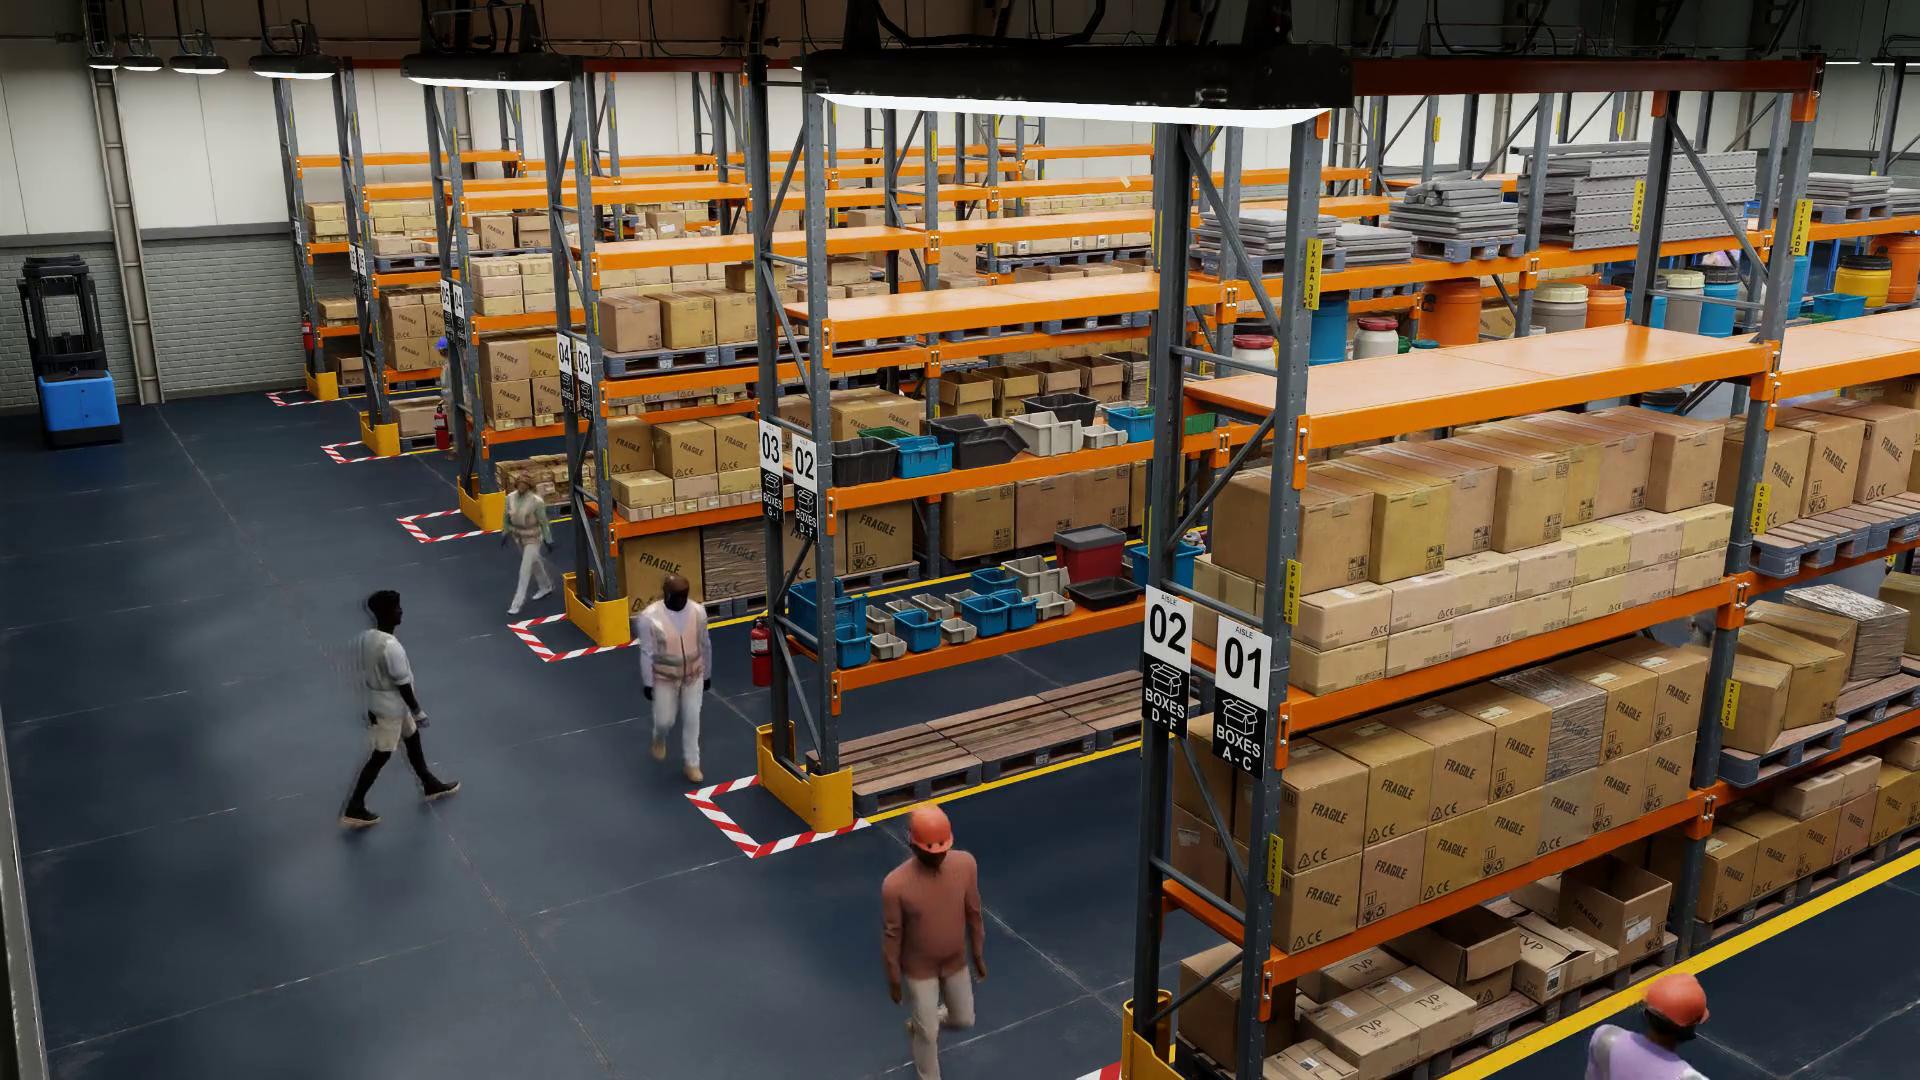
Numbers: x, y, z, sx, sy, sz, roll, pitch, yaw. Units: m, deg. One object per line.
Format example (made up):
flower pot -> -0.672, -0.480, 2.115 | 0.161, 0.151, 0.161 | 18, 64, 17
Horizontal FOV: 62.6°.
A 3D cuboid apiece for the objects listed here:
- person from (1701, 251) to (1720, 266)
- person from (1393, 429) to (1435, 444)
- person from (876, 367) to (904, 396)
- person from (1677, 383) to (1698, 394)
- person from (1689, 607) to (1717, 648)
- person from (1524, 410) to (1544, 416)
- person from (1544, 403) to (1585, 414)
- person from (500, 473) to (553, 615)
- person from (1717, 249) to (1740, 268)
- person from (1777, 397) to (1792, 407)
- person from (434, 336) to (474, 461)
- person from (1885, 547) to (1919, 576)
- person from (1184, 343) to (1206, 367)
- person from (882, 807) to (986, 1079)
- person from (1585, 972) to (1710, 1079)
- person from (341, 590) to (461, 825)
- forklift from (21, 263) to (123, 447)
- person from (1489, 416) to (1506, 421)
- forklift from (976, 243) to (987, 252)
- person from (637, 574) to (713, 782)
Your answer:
person -> 18.138, -6.359, 38.293 | 0.474, 1.759, 0.545 | -6, 18, -19
person -> 6.321, -1.363, 21.698 | 0.963, 1.887, 0.597 | -13, 21, -36
person -> -1.007, -1.507, 22.115 | 0.392, 1.914, 0.587 | -16, 23, -42
person -> 13.573, -3.722, 29.174 | 0.605, 2.033, 0.392 | 13, 21, 37
person -> 7.041, 0.781, 14.784 | 0.700, 1.809, 0.602 | -6, 18, -18
person -> 7.174, -0.796, 19.783 | 0.548, 1.916, 0.826 | 16, 23, 42
person -> 8.265, -1.452, 21.855 | 0.645, 1.956, 0.826 | 15, 22, 40
person -> -4.861, 0.007, 17.708 | 0.558, 1.583, 0.896 | 9, 19, 28
person -> 19.054, -6.637, 39.111 | 0.883, 1.802, 0.583 | -11, 20, -31
person -> 11.275, -1.491, 22.061 | 0.400, 1.913, 0.578 | -1, 17, -5
person -> -7.781, -2.185, 24.313 | 0.476, 1.932, 0.609 | -8, 19, -25
person -> 9.920, 0.276, 16.404 | 0.403, 1.830, 0.601 | -9, 19, -28
person -> 3.756, -2.332, 24.855 | 0.949, 1.896, 0.638 | -5, 18, -17
person -> -0.174, 2.414, 9.139 | 0.634, 1.979, 0.672 | -9, 19, -28
person -> 3.176, 2.926, 7.380 | 0.467, 2.031, 0.648 | -12, 21, -35
person -> -4.649, 1.335, 12.797 | 1.009, 1.926, 0.600 | -12, 21, -34
forklift -> -14.518, -3.079, 25.708 | 1.129, 2.768, 1.873 | -10, 20, -31
person -> 6.878, -0.909, 20.414 | 0.327, 1.761, 0.522 | -11, 20, -33
forklift -> 0.988, -5.474, 34.718 | 1.214, 2.155, 2.313 | -10, 20, -31
person -> -2.427, 1.154, 13.527 | 0.645, 1.829, 0.578 | -9, 19, -28
